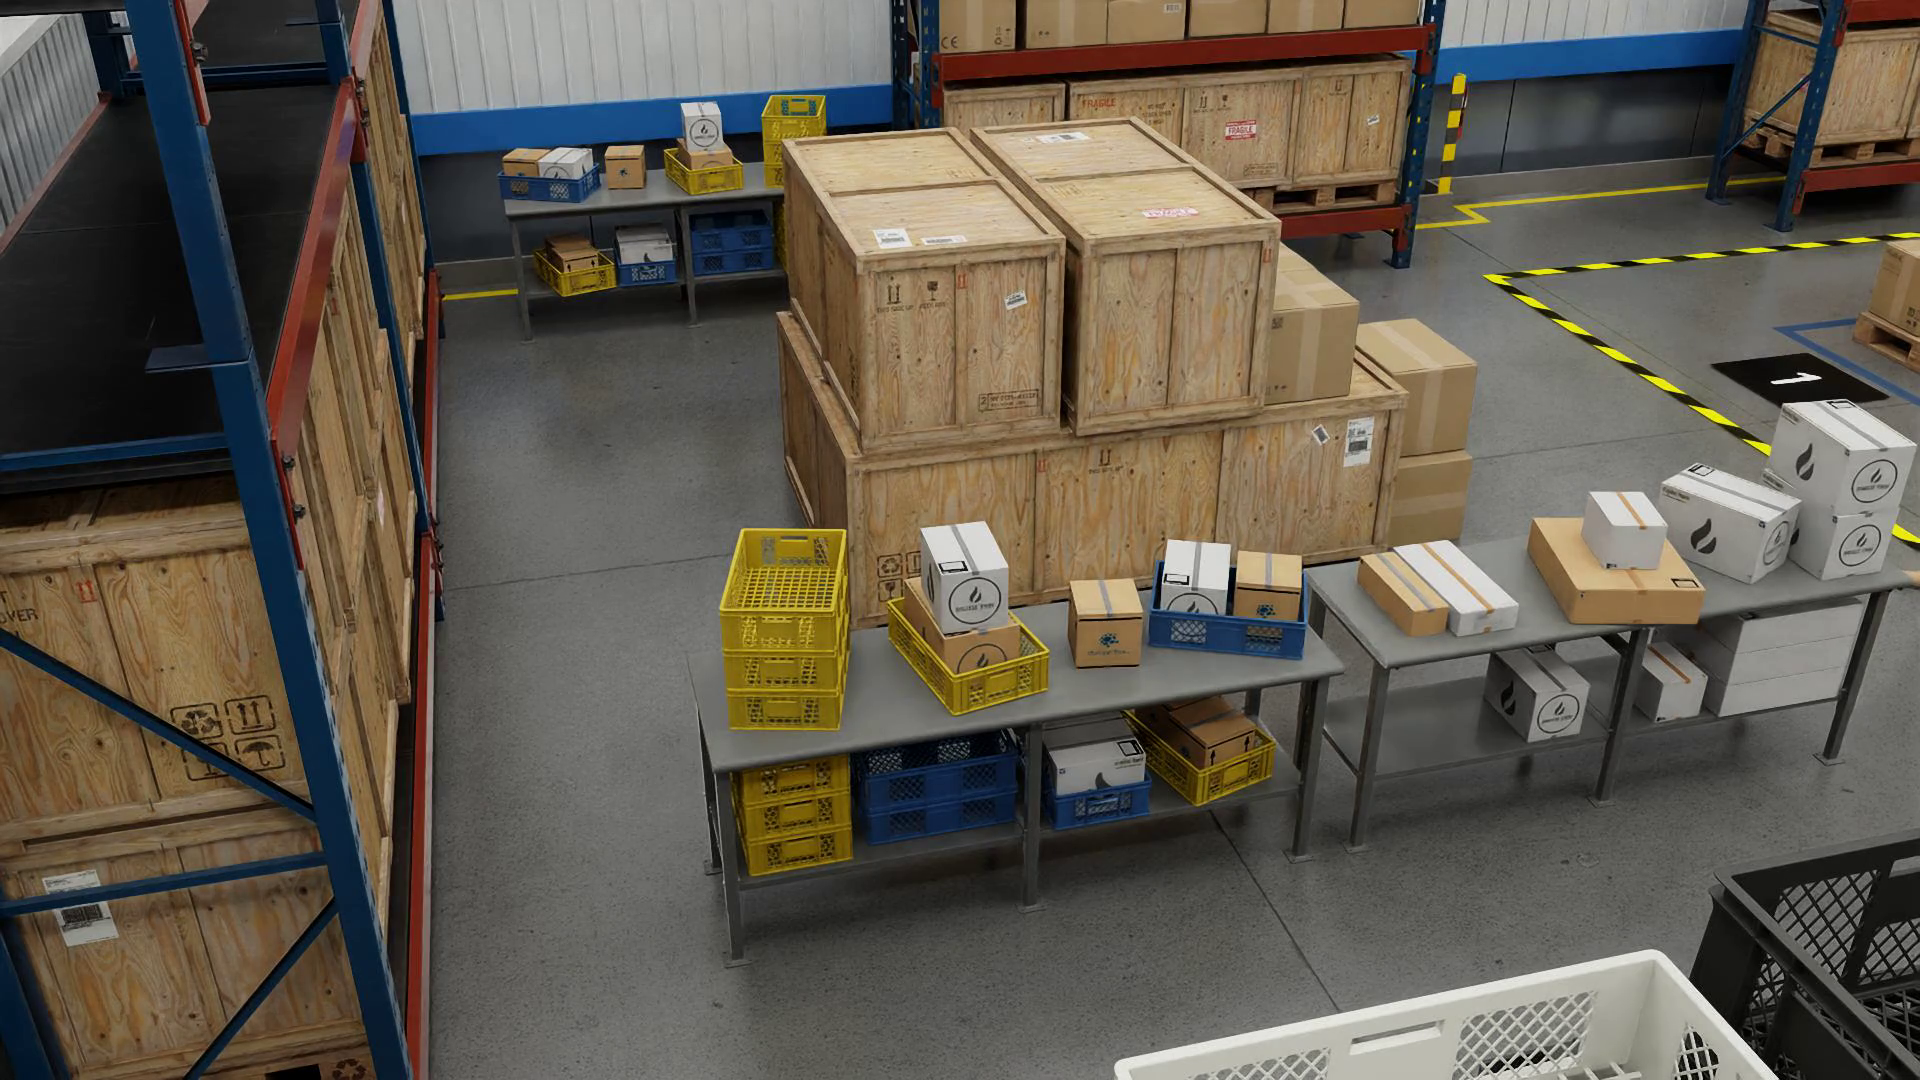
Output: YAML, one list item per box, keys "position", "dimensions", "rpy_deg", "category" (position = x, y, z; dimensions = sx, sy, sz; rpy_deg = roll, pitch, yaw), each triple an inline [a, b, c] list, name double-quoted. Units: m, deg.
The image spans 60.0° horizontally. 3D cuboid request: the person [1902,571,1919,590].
- position: [5.181, -0.544, 8.281]
  dimensions: [0.406, 2.031, 0.607]
  rpy_deg: [1, 29, 1]
  category: "person"
